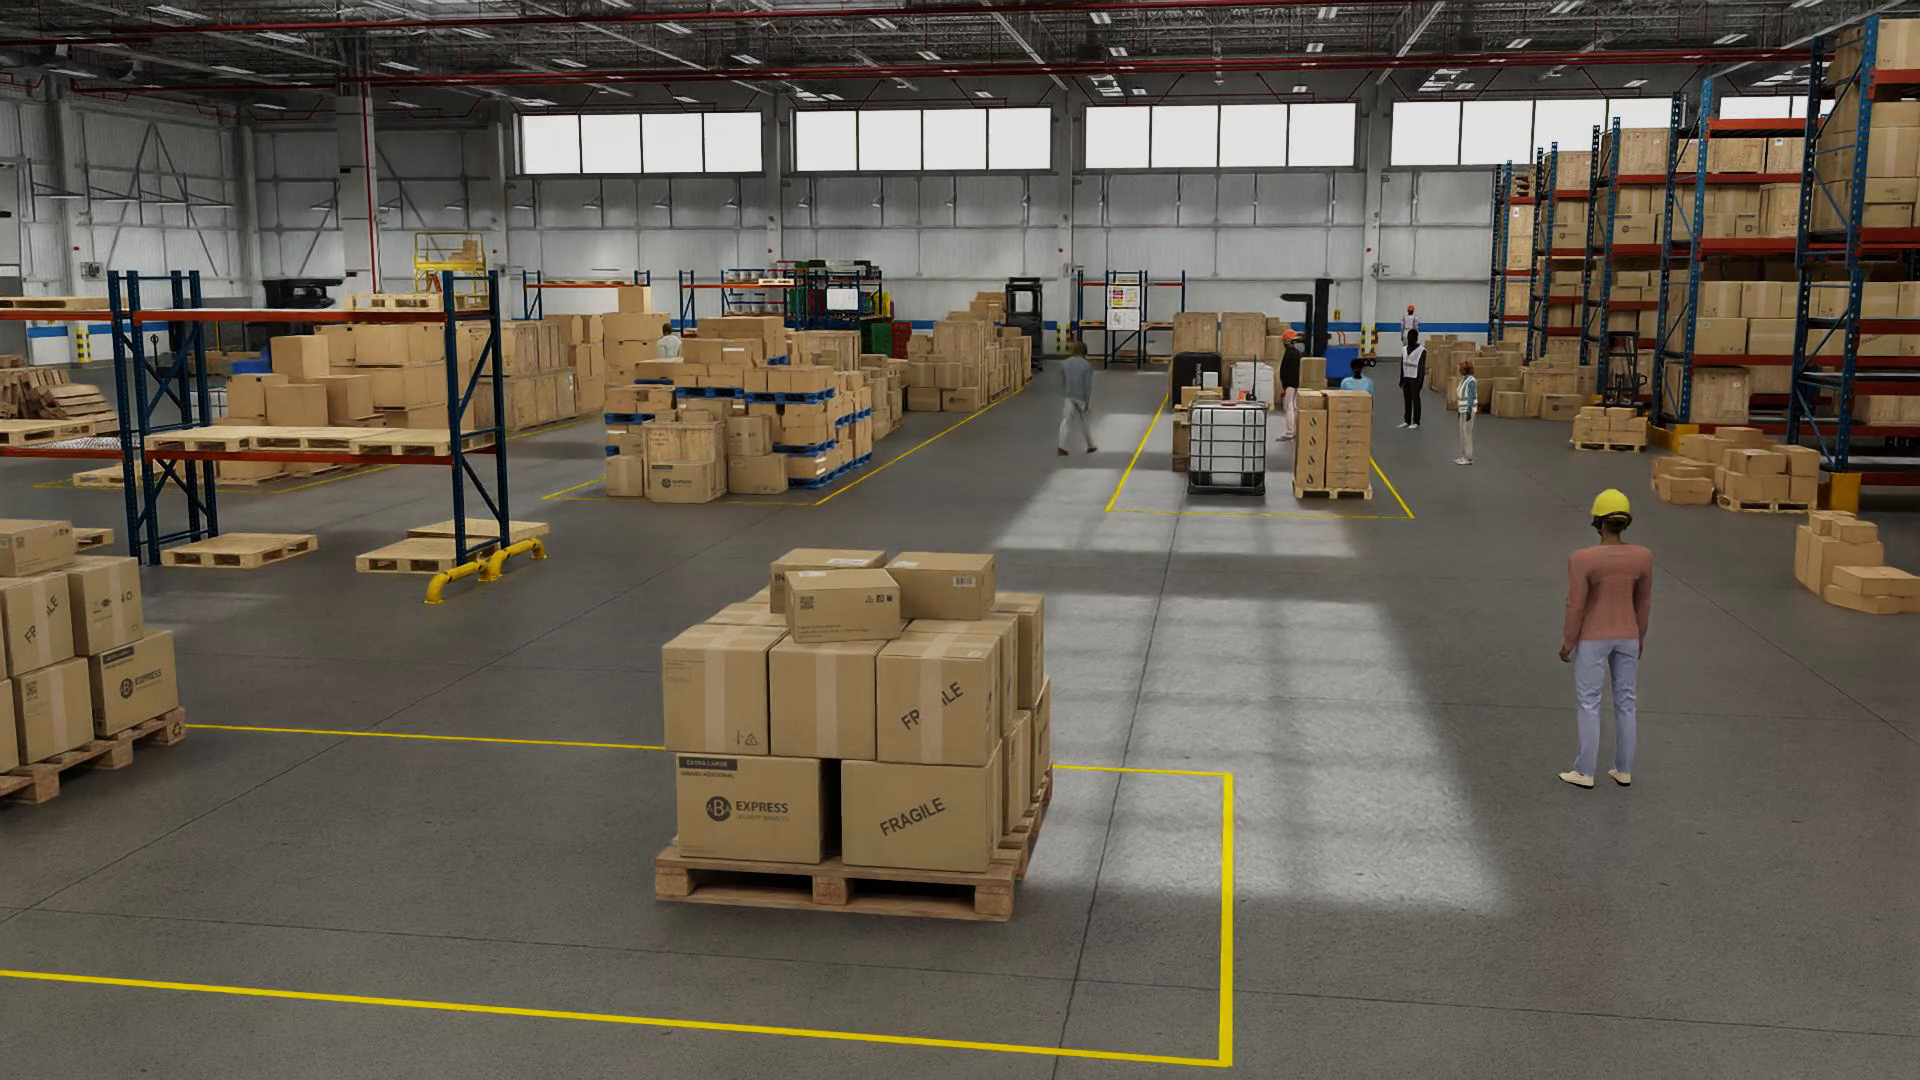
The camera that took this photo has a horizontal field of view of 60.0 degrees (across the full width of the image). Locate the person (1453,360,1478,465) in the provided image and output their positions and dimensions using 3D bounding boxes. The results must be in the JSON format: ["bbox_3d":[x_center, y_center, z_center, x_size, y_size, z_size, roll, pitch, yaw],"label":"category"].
[{"bbox_3d":[7.940,-1.997,26.075,0.323,1.630,0.527,0,9,0],"label":"person"}]

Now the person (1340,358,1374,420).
[{"bbox_3d":[6.205,-2.028,26.114,0.538,1.673,0.651,0,9,-1],"label":"person"}]

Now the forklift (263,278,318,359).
[{"bbox_3d":[-16.879,-5.303,42.619,1.873,2.768,1.129,5,10,28],"label":"forklift"}]

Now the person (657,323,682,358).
[{"bbox_3d":[-6.128,-3.598,34.999,0.373,1.940,0.627,6,11,34],"label":"person"}]

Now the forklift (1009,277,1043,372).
[{"bbox_3d":[1.929,-6.510,50.067,1.129,2.768,1.873,0,9,3],"label":"forklift"}]

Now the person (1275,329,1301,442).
[{"bbox_3d":[5.831,-2.730,29.476,0.377,1.995,0.608,5,10,27],"label":"person"}]

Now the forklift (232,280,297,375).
[{"bbox_3d":[-14.688,-4.235,36.031,1.873,2.768,1.129,0,9,-2],"label":"forklift"}]

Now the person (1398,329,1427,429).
[{"bbox_3d":[8.706,-3.092,31.978,0.397,1.911,0.587,-5,11,-30],"label":"person"}]

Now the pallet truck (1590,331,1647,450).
[{"bbox_3d":[11.253,-2.573,28.499,0.823,1.965,1.885,5,10,27],"label":"pallet truck"}]

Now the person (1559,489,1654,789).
[{"bbox_3d":[3.778,0.583,9.751,0.522,1.768,0.312,-1,9,-8],"label":"person"}]

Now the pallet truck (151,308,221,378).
[{"bbox_3d":[-21.869,-5.598,47.154,0.823,1.965,1.885,4,10,26],"label":"pallet truck"}]

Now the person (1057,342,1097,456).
[{"bbox_3d":[1.912,-2.319,27.339,0.629,1.882,1.072,6,11,32],"label":"person"}]

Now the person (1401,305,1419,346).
[{"bbox_3d":[14.316,-6.506,52.936,0.552,1.937,0.356,5,10,27],"label":"person"}]

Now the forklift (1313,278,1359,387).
[{"bbox_3d":[9.281,-5.317,42.707,1.873,2.768,1.129,1,9,9],"label":"forklift"}]
